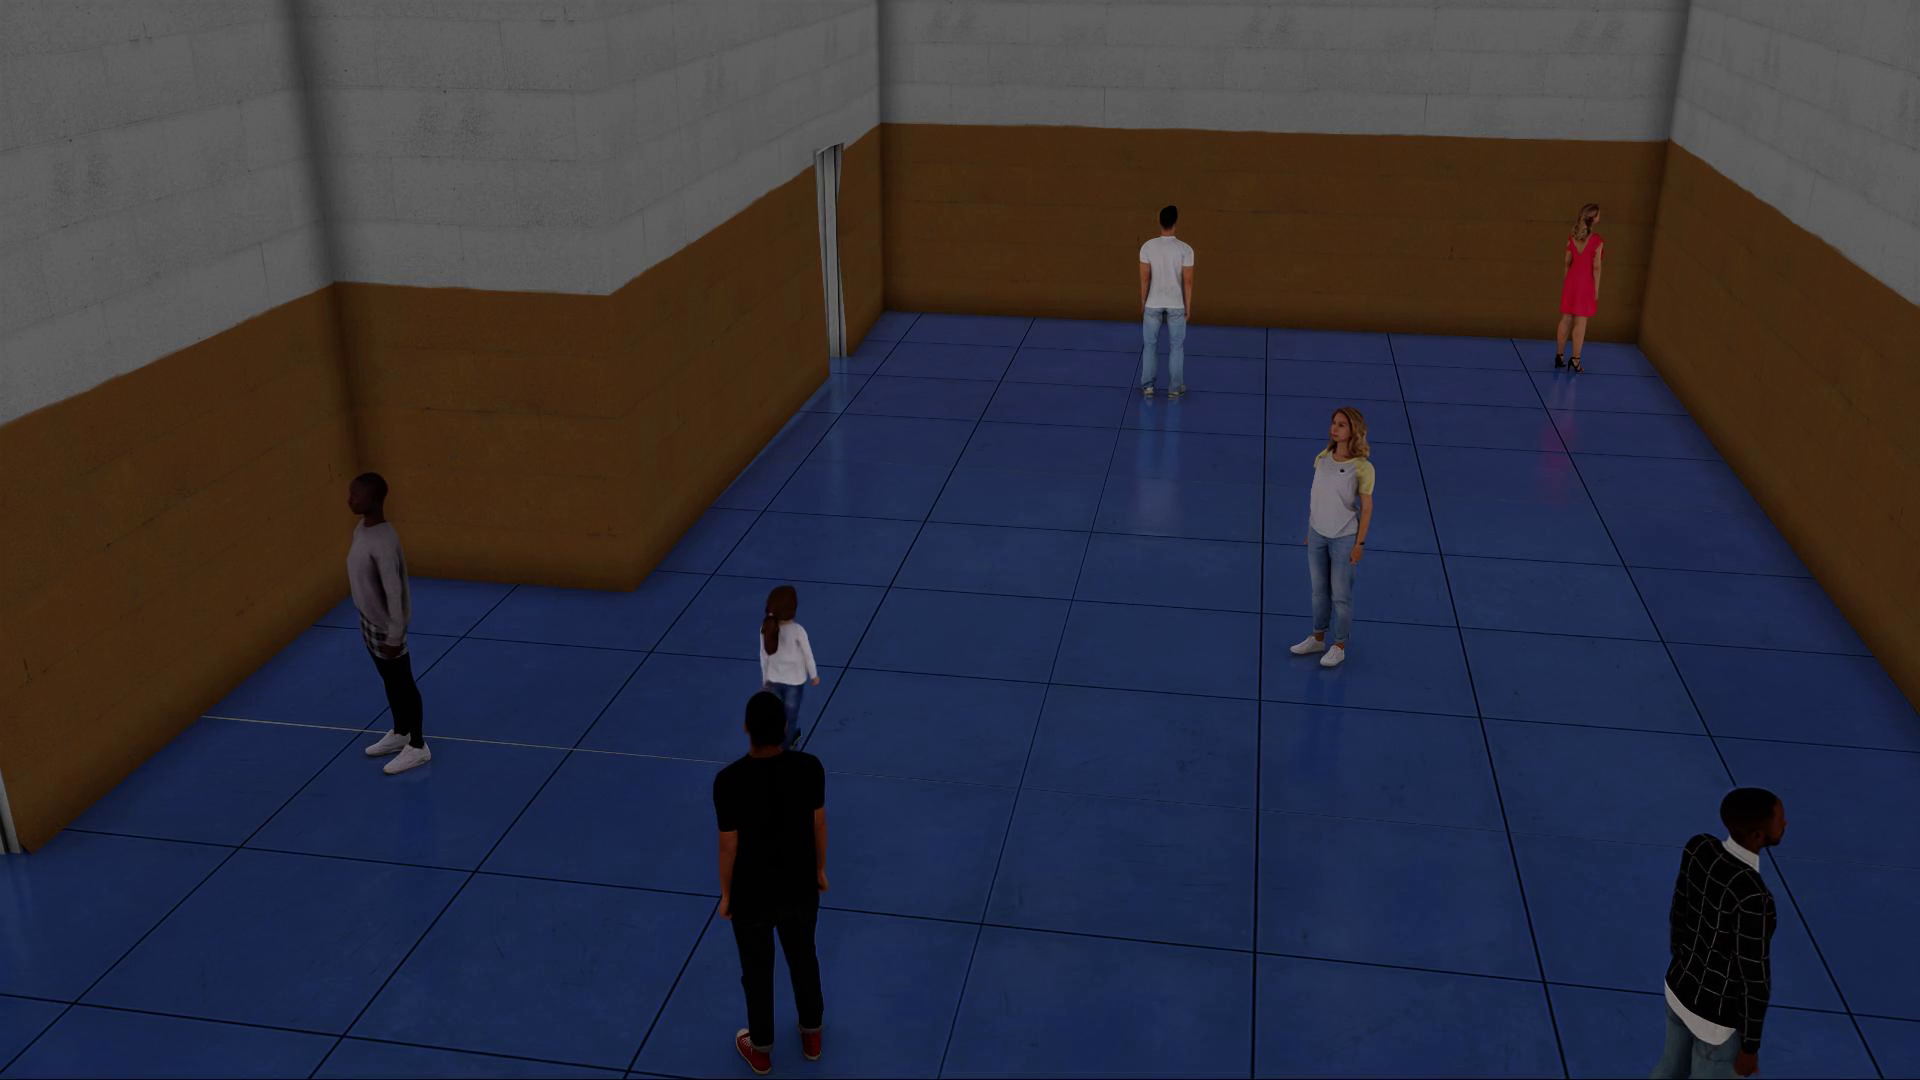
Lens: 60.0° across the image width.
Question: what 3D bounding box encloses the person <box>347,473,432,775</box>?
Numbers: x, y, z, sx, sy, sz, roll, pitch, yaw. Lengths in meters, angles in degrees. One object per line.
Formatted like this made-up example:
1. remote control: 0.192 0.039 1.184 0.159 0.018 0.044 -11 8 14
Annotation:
1. person: -3.233 0.453 9.402 0.749 1.771 0.687 -15 26 -32

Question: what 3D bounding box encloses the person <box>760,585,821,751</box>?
1. person: -1.013 0.798 9.451 0.625 1.095 0.601 11 24 25

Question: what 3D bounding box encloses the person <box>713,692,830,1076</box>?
1. person: -0.784 1.435 6.975 0.682 1.758 0.783 -9 24 -22

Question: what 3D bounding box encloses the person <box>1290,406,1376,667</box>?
1. person: 2.409 -0.029 10.645 0.771 1.723 0.694 -17 28 -36

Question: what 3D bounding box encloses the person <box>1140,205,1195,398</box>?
1. person: 1.996 -2.313 16.159 0.504 1.866 0.742 5 22 13

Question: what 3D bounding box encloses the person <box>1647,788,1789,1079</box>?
1. person: 2.781 1.716 6.191 0.669 1.821 0.732 -3 22 -7

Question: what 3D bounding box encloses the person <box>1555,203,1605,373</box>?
1. person: 6.347 -2.595 17.046 0.716 1.728 0.664 -13 25 -29
